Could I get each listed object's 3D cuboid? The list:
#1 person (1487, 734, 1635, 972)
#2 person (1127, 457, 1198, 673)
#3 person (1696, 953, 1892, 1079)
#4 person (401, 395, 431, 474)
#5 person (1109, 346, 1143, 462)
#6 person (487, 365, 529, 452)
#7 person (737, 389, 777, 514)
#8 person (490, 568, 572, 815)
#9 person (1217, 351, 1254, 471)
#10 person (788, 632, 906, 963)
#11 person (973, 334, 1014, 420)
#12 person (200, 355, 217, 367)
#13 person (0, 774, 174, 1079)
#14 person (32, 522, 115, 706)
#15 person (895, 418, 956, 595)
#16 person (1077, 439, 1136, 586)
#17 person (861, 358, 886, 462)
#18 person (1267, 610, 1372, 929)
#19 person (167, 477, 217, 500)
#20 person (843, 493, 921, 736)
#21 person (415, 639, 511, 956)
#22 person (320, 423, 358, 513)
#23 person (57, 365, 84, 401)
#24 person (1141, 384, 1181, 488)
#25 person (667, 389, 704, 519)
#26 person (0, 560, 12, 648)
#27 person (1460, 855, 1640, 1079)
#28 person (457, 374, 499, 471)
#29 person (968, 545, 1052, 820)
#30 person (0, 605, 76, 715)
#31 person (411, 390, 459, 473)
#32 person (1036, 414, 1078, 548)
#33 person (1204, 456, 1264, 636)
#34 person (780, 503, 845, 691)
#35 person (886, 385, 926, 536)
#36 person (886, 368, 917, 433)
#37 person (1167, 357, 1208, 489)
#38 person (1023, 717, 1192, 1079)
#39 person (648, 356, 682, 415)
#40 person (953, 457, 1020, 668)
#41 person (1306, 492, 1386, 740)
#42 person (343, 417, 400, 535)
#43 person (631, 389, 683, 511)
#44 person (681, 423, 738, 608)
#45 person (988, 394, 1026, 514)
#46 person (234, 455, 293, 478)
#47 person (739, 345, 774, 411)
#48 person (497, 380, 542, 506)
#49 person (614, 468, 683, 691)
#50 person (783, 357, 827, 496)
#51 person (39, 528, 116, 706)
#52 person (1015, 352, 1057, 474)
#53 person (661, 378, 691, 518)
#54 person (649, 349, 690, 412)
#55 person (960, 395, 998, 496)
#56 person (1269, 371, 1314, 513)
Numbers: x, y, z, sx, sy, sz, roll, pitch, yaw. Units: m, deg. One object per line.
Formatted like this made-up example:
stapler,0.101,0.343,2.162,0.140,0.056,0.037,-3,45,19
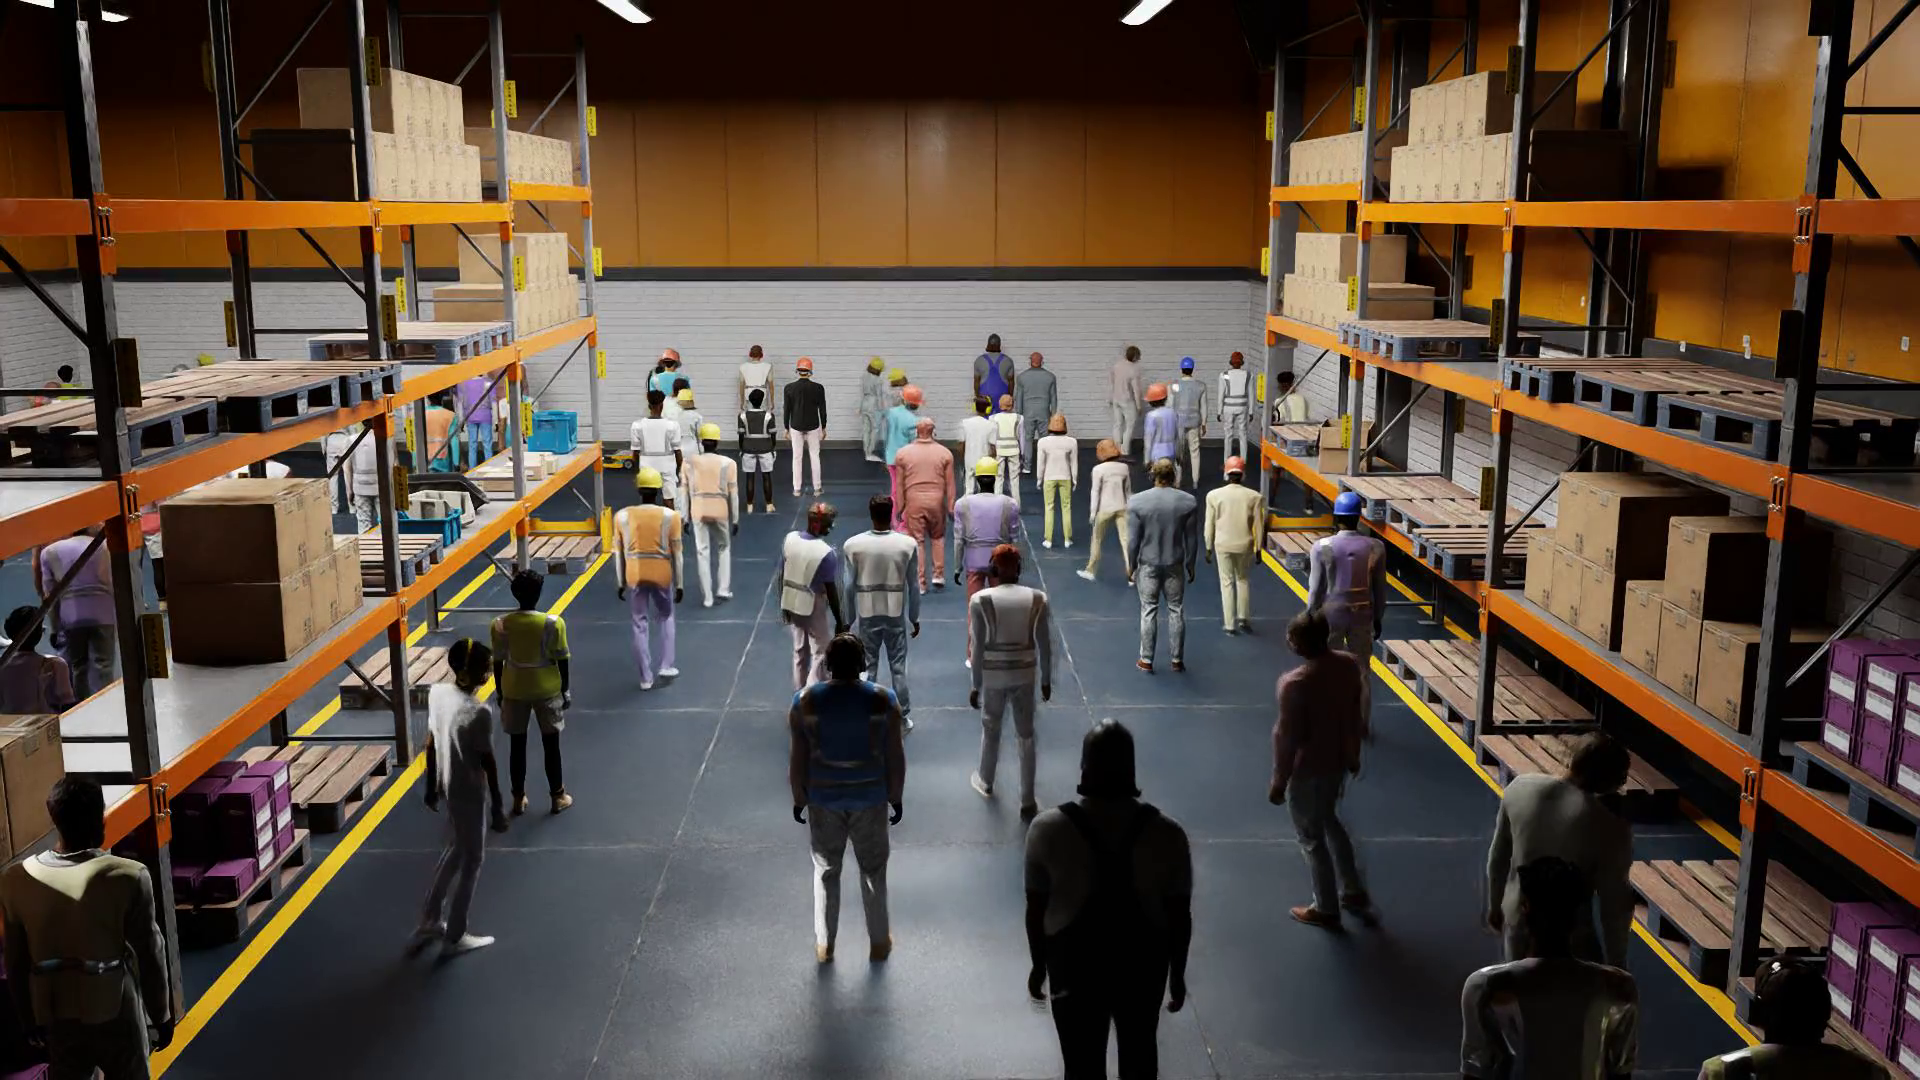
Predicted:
person,2.591,1.746,7.275,0.400,1.896,0.707,-9,15,-39
person,1.789,0.226,14.760,0.635,1.936,0.354,0,11,-2
person,2.541,2.179,5.213,0.634,1.839,0.429,0,11,-2
person,-7.981,-1.755,24.726,0.594,1.922,0.385,0,11,-2
person,2.679,-2.218,27.153,0.400,1.896,0.707,-9,15,-39
person,-7.418,-2.277,27.388,0.652,1.906,0.402,0,11,-2
person,-2.738,-1.197,22.502,0.540,1.695,0.317,0,11,-2
person,-2.909,1.034,11.312,0.540,1.695,0.317,0,11,-2
person,4.335,-2.022,26.167,0.585,1.882,0.337,0,11,-2
person,-0.613,1.404,9.098,0.634,1.839,0.429,0,11,-2
person,0.562,-2.446,27.896,0.688,2.000,0.536,0,11,-2
person,-12.472,-2.198,27.454,0.401,1.721,0.643,-10,15,-42
person,-3.438,1.867,6.584,0.597,1.915,0.370,0,11,-2
person,-7.215,0.427,13.604,0.623,1.992,0.396,0,11,-2
person,-0.378,-0.367,17.922,0.648,1.867,0.649,-1,11,-4
person,1.639,-0.306,18.290,0.588,1.588,0.797,-7,13,-31
person,-1.424,-2.124,27.163,0.382,1.700,0.604,-9,15,-39
person,2.046,1.307,9.460,0.734,1.900,0.425,-10,15,-41
person,-7.996,-0.240,17.318,0.389,1.856,0.662,10,15,42
person,-0.606,0.592,12.977,0.597,1.915,0.370,0,11,-2
person,-2.740,1.407,9.132,0.627,1.827,0.391,9,15,39
person,-8.395,-1.228,22.537,0.493,1.742,0.322,0,11,-2
person,-13.860,-1.874,25.895,0.540,1.695,0.317,0,11,-2
person,2.624,-1.081,21.461,0.655,1.887,0.403,-10,15,-41
person,-3.638,-1.149,22.142,0.493,1.742,0.322,0,11,-2
person,-9.237,0.096,15.493,0.652,1.904,0.402,0,11,-2
person,1.974,2.023,5.677,0.614,1.962,0.366,0,11,-2
person,-7.232,-1.814,25.022,0.594,1.922,0.385,0,11,-2
person,0.337,0.952,11.442,0.606,1.836,0.820,-3,12,-13
person,-5.713,1.239,10.285,0.540,1.695,0.317,0,11,-2
person,-6.673,-1.026,21.199,0.595,1.875,0.653,-1,11,-4
person,1.183,-0.717,20.249,0.507,1.632,0.267,0,11,-2
person,2.664,0.050,16.205,0.567,1.712,0.584,-1,11,-4
person,-1.200,0.603,13.201,0.697,1.813,0.463,11,16,43
person,-0.715,-0.958,20.705,0.427,1.946,0.703,-10,15,-40
person,-0.875,-1.776,25.408,0.598,1.702,0.363,-10,15,-41
person,3.331,-1.716,24.476,0.616,1.942,0.408,0,11,-2
person,0.603,1.728,6.966,0.692,2.000,0.662,-1,11,-4
person,-4.451,-1.944,25.378,0.551,2.000,0.760,-10,15,-40
person,0.235,0.214,14.852,0.594,1.922,0.385,0,11,-2
person,2.984,0.594,12.895,0.616,1.942,0.408,0,11,-2
person,-6.584,-0.563,18.697,0.616,1.942,0.408,0,11,-2
person,-3.632,-0.833,19.995,0.614,1.963,0.362,0,11,-2
person,-2.604,-0.259,17.330,0.587,1.883,0.643,-1,11,-4
person,0.622,-1.141,22.372,0.523,1.636,0.310,0,11,-2
person,-6.983,-0.138,16.748,0.595,1.875,0.653,-1,11,-4
person,-3.401,-2.339,27.852,0.572,1.843,0.373,0,11,-2
person,-6.167,-1.383,23.190,0.622,1.779,0.943,-7,13,-30
person,-2.685,0.332,14.365,0.587,1.883,0.643,-1,11,-4
person,-2.224,-1.629,23.915,0.623,1.992,0.396,0,11,-2
person,-6.795,0.618,12.971,0.608,1.888,0.669,-4,12,-21
person,1.183,-1.971,25.861,0.652,1.904,0.402,0,11,-2
person,-3.825,-1.221,22.197,0.389,1.877,0.677,-10,15,-40
person,-4.287,-1.815,24.733,0.615,2.038,0.395,0,11,-2
person,0.226,-0.862,20.539,0.515,1.831,0.658,4,12,18
person,4.467,-1.334,22.633,0.722,1.901,0.942,-7,13,-31
